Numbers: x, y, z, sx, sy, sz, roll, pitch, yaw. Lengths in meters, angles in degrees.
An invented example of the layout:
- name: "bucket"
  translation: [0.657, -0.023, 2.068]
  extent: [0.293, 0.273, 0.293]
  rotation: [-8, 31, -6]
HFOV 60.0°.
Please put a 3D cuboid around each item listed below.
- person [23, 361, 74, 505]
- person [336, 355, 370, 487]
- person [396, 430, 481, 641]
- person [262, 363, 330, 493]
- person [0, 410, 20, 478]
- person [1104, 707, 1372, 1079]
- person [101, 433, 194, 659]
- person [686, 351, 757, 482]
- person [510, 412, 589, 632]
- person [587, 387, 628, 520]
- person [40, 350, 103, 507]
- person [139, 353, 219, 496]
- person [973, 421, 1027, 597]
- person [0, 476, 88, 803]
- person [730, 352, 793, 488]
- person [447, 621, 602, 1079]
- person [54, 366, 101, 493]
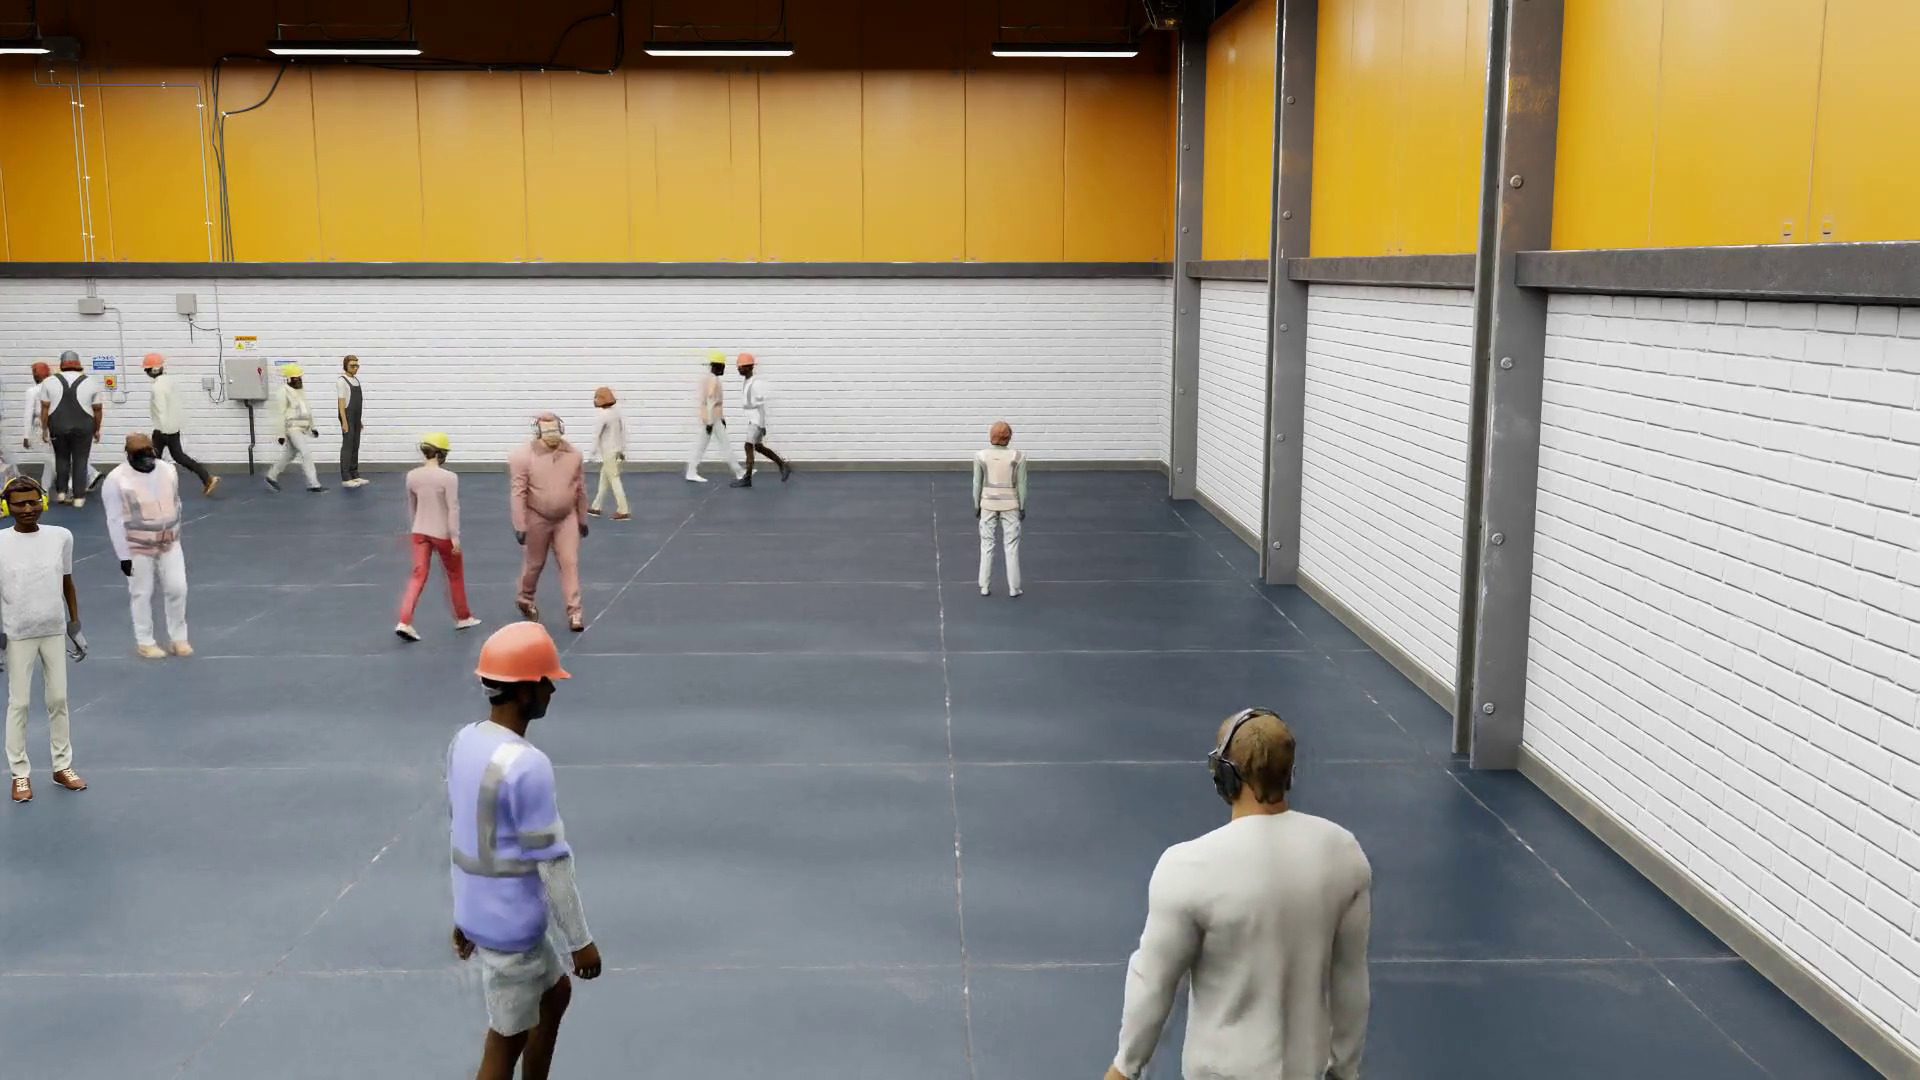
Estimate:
- name: "person"
  translation: [-11.759, -1.382, 21.521]
  extent: [0.959, 1.856, 0.629]
  rotation: [4, 10, 23]
- name: "person"
  translation: [-8.492, -1.660, 23.207]
  extent: [0.326, 1.841, 0.514]
  rotation: [1, 9, 6]
- name: "person"
  translation: [-4.360, -0.042, 13.706]
  extent: [0.525, 1.719, 0.919]
  rotation: [3, 10, 18]
- name: "person"
  translation: [-9.047, -1.508, 22.471]
  extent: [0.927, 1.792, 0.592]
  rotation: [0, 9, 1]
- name: "person"
  translation: [-13.382, -1.607, 22.807]
  extent: [0.875, 1.890, 0.661]
  rotation: [-7, 11, -35]
- name: "person"
  translation: [0.709, 1.366, 4.471]
  extent: [0.647, 1.890, 0.980]
  rotation: [-5, 11, -29]
- name: "person"
  translation: [-6.272, 0.058, 12.827]
  extent: [0.570, 1.797, 0.654]
  rotation: [6, 11, 33]
- name: "person"
  translation: [-3.445, -1.744, 23.658]
  extent: [1.031, 1.861, 0.609]
  rotation: [-2, 10, -14]
- name: "person"
  translation: [-3.492, -0.182, 14.138]
  extent: [0.693, 1.855, 0.988]
  rotation: [-6, 11, -31]
- name: "person"
  translation: [-4.349, -1.040, 20.110]
  extent: [0.777, 1.597, 0.527]
  rotation: [3, 10, 16]
- name: "person"
  translation: [-11.369, -1.454, 21.339]
  extent: [0.710, 2.000, 0.619]
  rotation: [-4, 10, -23]
- name: "person"
  translation: [-10.289, -1.483, 21.809]
  extent: [0.878, 1.957, 0.637]
  rotation: [-1, 9, -6]
- name: "person"
  translation: [0.366, -0.281, 15.405]
  extent: [0.511, 1.634, 0.310]
  rotation: [2, 9, 12]
- name: "person"
  translation: [-5.310, 0.553, 9.558]
  extent: [0.310, 1.869, 0.531]
  rotation: [9, 13, 42]
- name: "person"
  translation: [-2.769, -1.678, 23.199]
  extent: [0.869, 1.901, 0.568]
  rotation: [-4, 10, -23]
- name: "person"
  translation: [-1.381, 1.212, 5.410]
  extent: [0.667, 1.911, 0.551]
  rotation: [-6, 11, -33]
- name: "person"
  translation: [-11.835, -1.469, 22.327]
  extent: [0.520, 1.738, 0.579]
  rotation: [1, 9, 7]
